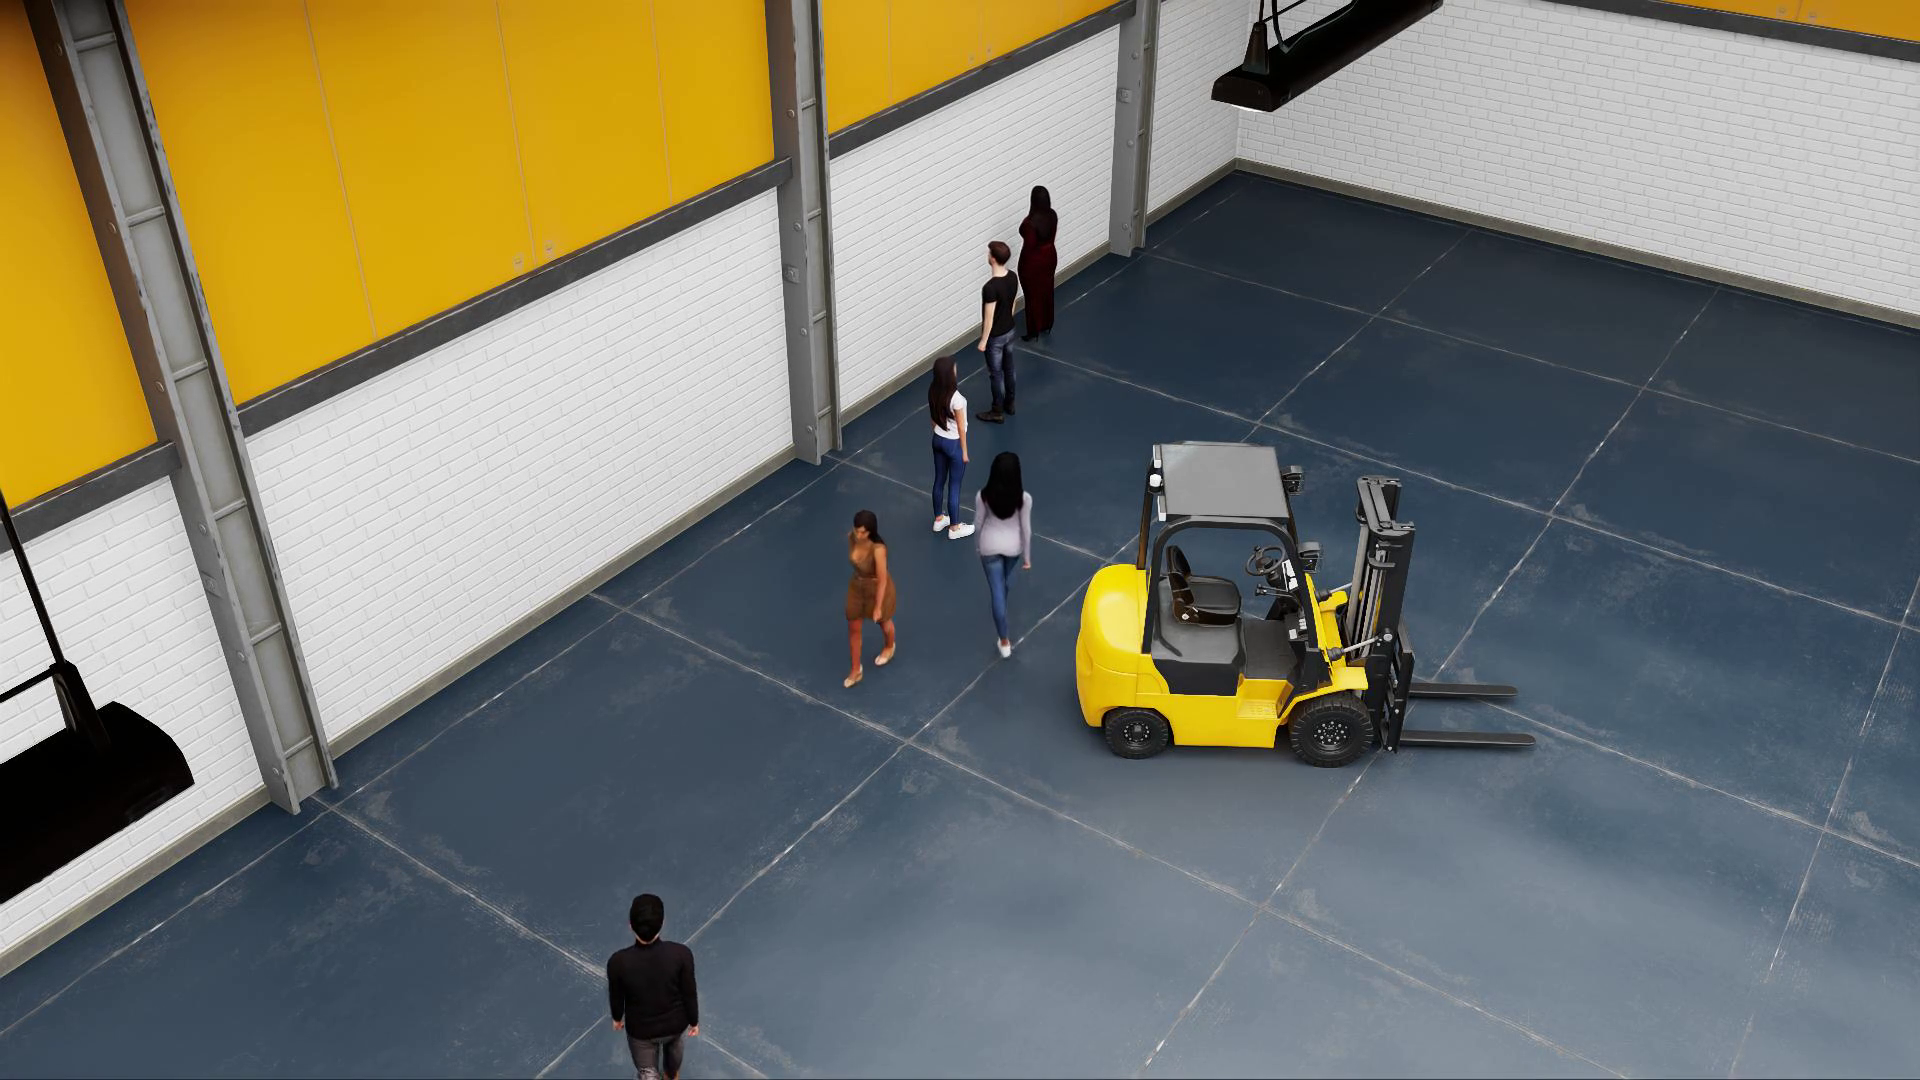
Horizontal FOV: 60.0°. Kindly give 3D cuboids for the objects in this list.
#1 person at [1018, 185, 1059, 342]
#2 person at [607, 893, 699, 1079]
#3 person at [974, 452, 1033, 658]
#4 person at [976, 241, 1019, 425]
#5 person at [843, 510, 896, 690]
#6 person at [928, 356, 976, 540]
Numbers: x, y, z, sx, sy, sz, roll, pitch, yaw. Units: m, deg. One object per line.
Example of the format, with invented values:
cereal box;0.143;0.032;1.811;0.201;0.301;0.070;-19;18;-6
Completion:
person;0.856;-2.992;17.970;0.740;1.757;0.565;26;42;33
person;-1.715;2.742;9.401;1.099;1.694;1.102;-9;35;-14
person;0.339;0.154;13.299;1.049;1.689;1.186;-2;34;-3
person;0.394;-2.054;16.433;0.730;1.896;0.494;23;40;30
person;-0.666;0.384;12.999;0.582;1.636;0.819;27;42;34
person;-0.105;-0.823;14.693;0.606;1.773;0.639;-25;41;-32
